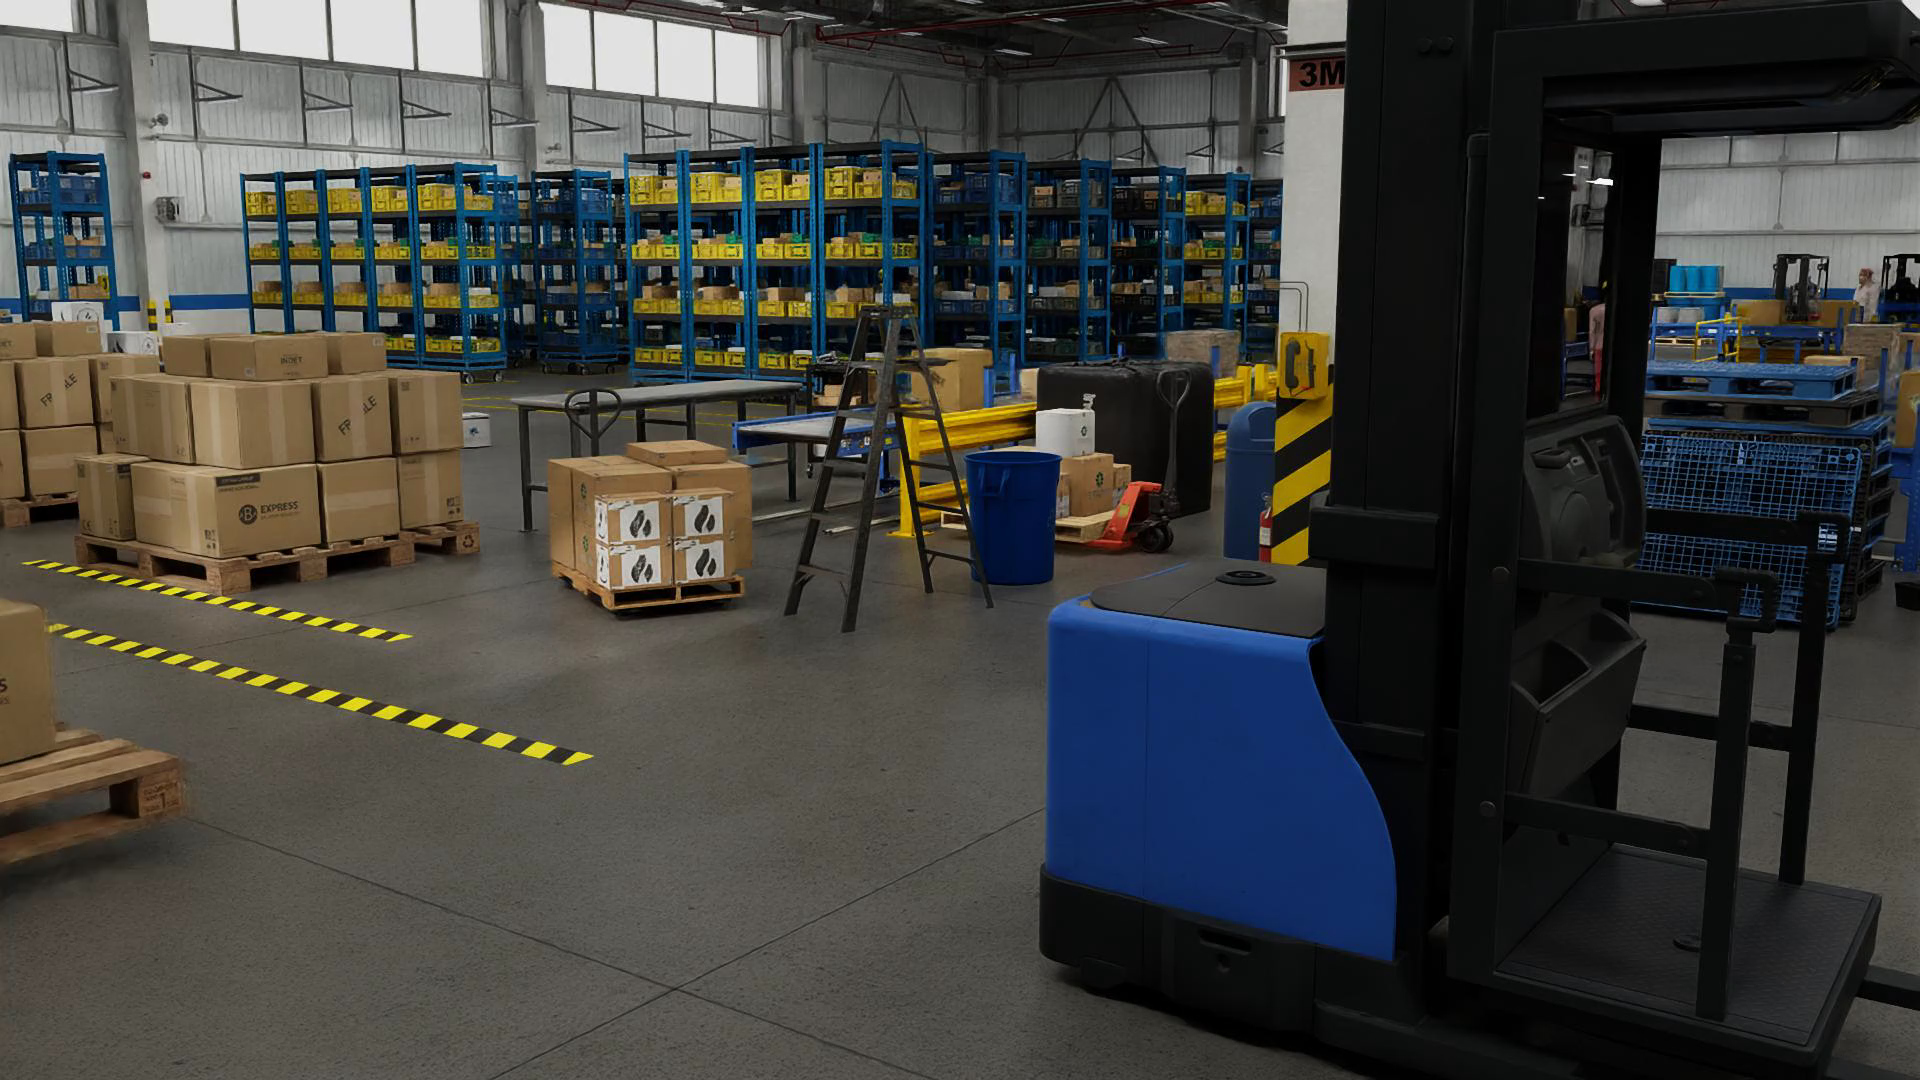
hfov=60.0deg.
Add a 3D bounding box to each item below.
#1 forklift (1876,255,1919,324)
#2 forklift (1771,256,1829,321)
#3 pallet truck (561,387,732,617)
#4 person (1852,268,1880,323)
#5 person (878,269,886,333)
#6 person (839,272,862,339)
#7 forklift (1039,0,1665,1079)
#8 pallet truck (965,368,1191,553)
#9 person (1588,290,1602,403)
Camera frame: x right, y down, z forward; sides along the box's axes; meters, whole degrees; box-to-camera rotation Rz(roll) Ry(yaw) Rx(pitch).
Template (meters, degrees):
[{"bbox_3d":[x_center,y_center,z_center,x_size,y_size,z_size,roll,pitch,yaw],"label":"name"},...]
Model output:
[{"bbox_3d":[22.089,-5.634,38.796,1.157,1.987,2.680,6,11,33],"label":"forklift"},{"bbox_3d":[20.253,-5.854,40.139,1.157,1.987,2.680,7,12,35],"label":"forklift"},{"bbox_3d":[-1.981,-0.274,10.088,0.680,1.201,1.601,-5,11,-28],"label":"pallet truck"},{"bbox_3d":[17.419,-4.291,32.065,0.803,1.884,0.663,0,10,1],"label":"person"},{"bbox_3d":[-1.707,-5.079,36.903,0.404,1.833,0.590,5,11,30],"label":"person"},{"bbox_3d":[-1.722,-3.610,27.920,0.936,1.905,0.645,5,11,28],"label":"person"},{"bbox_3d":[1.249,-0.137,4.360,1.873,2.768,1.129,7,12,35],"label":"forklift"},{"bbox_3d":[0.845,-0.609,11.869,1.630,1.274,0.653,7,12,35],"label":"pallet truck"},{"bbox_3d":[9.100,-2.777,23.397,0.524,1.768,0.311,4,10,25],"label":"person"}]
